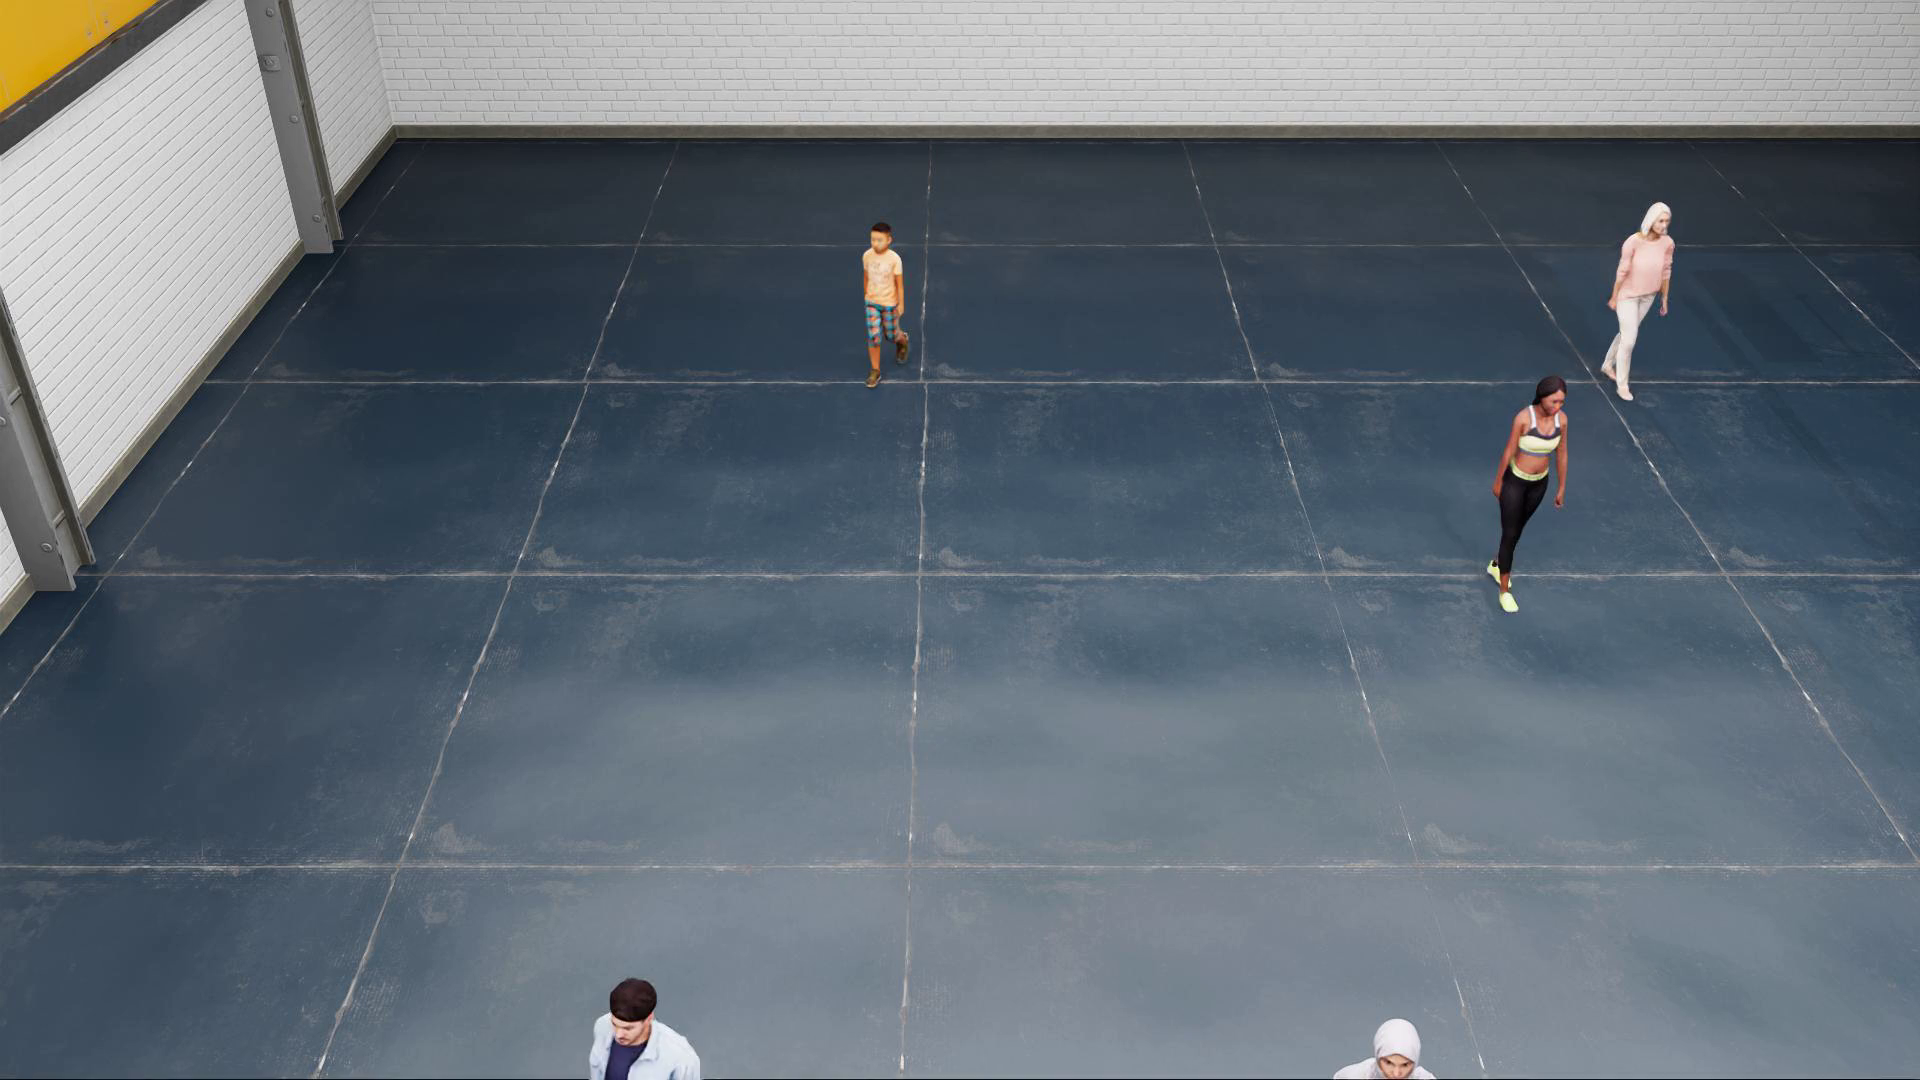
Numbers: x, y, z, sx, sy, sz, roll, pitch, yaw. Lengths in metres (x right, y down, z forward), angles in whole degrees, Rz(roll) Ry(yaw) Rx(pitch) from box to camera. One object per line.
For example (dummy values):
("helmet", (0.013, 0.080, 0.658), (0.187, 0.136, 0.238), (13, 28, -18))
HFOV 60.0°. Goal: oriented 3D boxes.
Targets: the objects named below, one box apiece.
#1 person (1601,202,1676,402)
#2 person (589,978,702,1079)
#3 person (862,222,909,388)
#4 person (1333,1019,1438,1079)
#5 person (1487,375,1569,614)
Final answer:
("person", (5.780, -2.127, 14.319), (0.715, 1.700, 0.952), (-7, 34, -11))
("person", (-1.320, 2.512, 7.248), (0.848, 1.802, 0.890), (17, 37, 24))
("person", (-0.650, -2.093, 14.502), (0.695, 1.442, 0.952), (10, 35, 15))
("person", (1.741, 2.666, 7.040), (0.630, 1.776, 0.553), (4, 34, 6))
("person", (3.950, -0.423, 11.724), (0.665, 1.735, 0.921), (-4, 34, -5))
